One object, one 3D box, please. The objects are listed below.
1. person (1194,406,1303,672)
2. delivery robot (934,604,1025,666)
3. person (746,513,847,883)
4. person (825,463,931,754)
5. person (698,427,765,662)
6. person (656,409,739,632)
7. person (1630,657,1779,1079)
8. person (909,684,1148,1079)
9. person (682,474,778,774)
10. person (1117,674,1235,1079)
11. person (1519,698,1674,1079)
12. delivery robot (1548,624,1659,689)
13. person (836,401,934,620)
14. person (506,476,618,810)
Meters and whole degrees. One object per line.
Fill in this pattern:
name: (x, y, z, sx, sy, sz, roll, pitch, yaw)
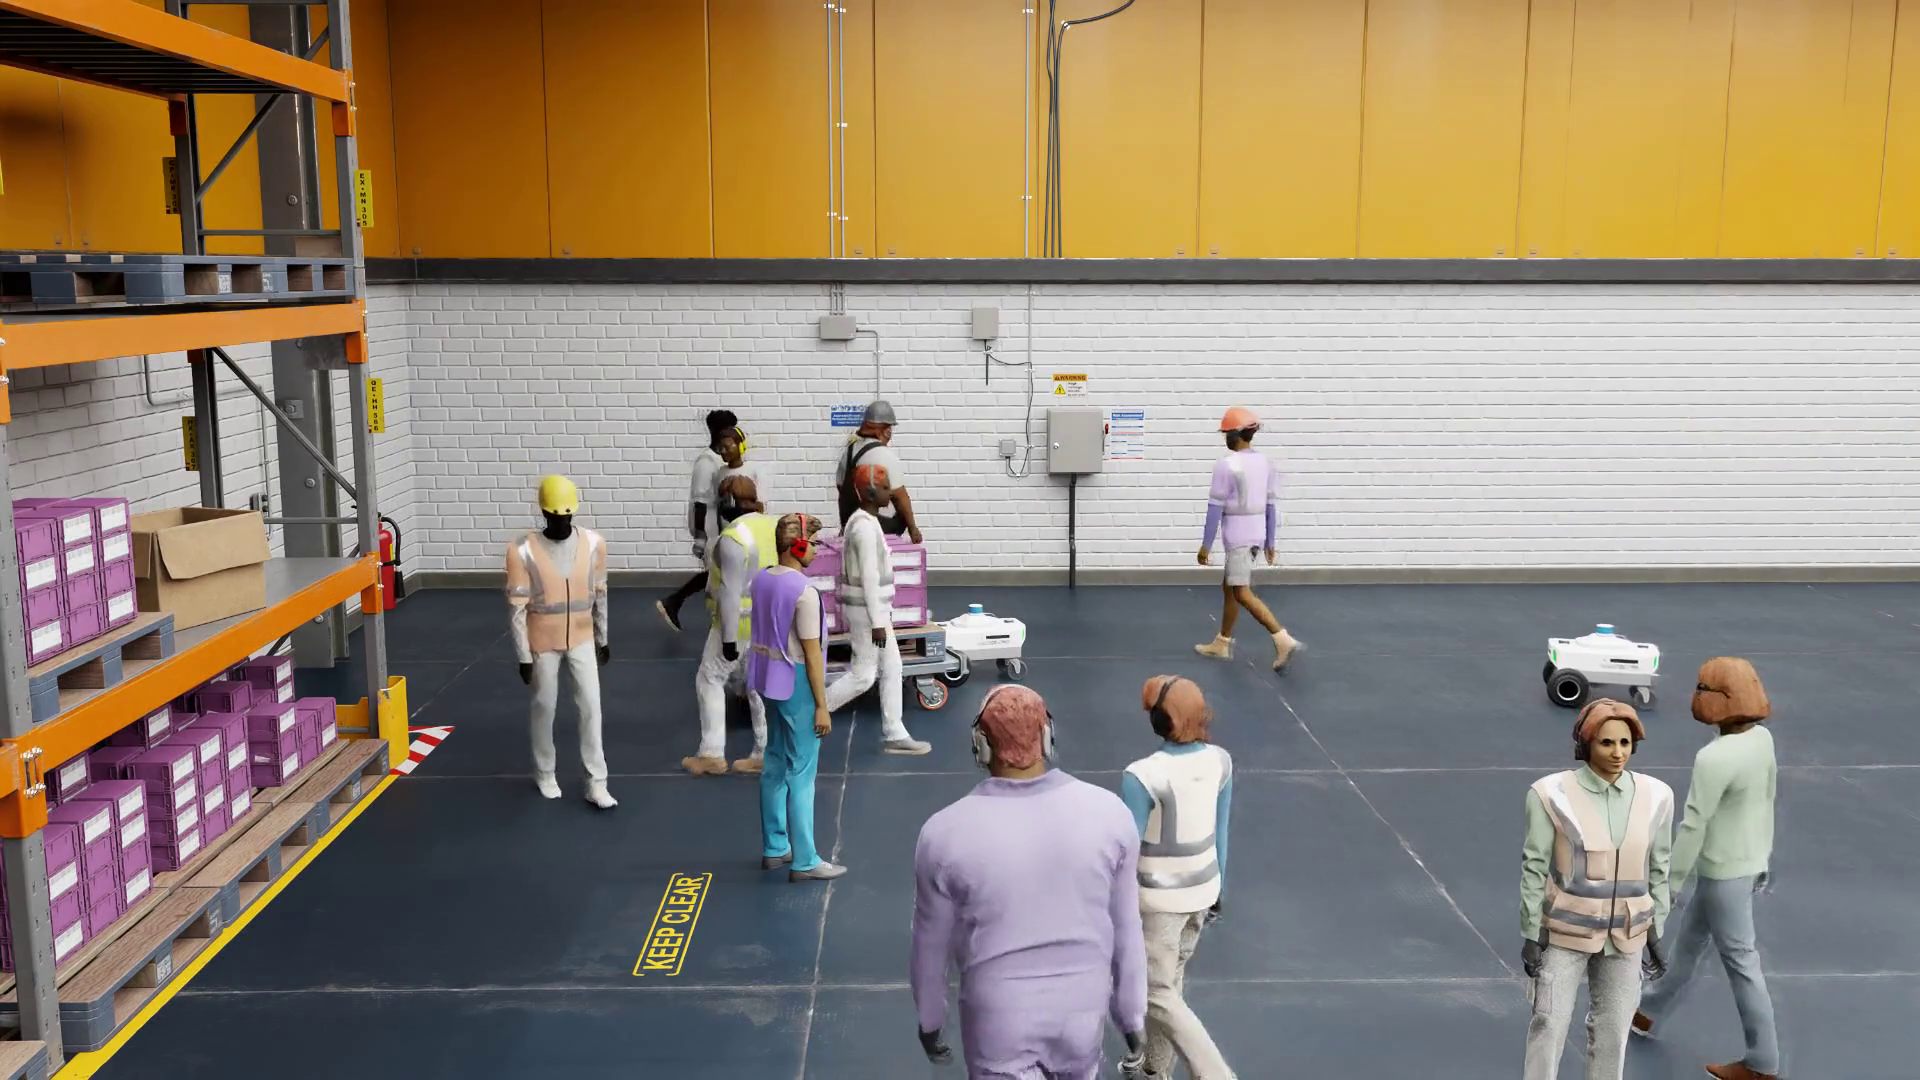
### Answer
person: (2.212, -0.009, 12.611, 0.625, 2.009, 0.970, -9, 13, -43)
delivery robot: (0.117, 0.717, 12.285, 0.707, 0.478, 0.477, -3, 10, -16)
person: (-0.845, 0.779, 8.268, 0.389, 1.837, 0.563, -7, 12, -36)
person: (-0.630, 0.448, 10.260, 0.828, 1.857, 0.578, 0, 9, 2)
person: (-1.703, 0.016, 13.015, 0.535, 1.829, 0.971, 4, 10, 22)
person: (-2.087, -0.104, 13.391, 0.710, 1.934, 0.622, 1, 9, 7)
person: (2.767, 1.219, 6.273, 0.523, 1.592, 0.801, -9, 13, -44)
person: (0.170, 1.325, 4.832, 0.657, 1.863, 0.909, -2, 9, -13)
person: (-1.393, 0.510, 10.002, 0.708, 1.810, 0.636, 4, 10, 21)
person: (0.790, 1.282, 5.879, 0.521, 1.619, 0.699, -7, 12, -38)
person: (2.098, 1.325, 5.525, 0.513, 1.641, 0.307, -1, 9, -5)
delivery robot: (4.483, 0.829, 11.599, 0.707, 0.478, 0.477, 3, 10, 15)
person: (-0.600, -0.145, 13.312, 1.015, 2.000, 0.689, -5, 11, -30)
person: (-2.208, 0.581, 9.324, 0.608, 1.885, 0.893, -6, 11, -32)
